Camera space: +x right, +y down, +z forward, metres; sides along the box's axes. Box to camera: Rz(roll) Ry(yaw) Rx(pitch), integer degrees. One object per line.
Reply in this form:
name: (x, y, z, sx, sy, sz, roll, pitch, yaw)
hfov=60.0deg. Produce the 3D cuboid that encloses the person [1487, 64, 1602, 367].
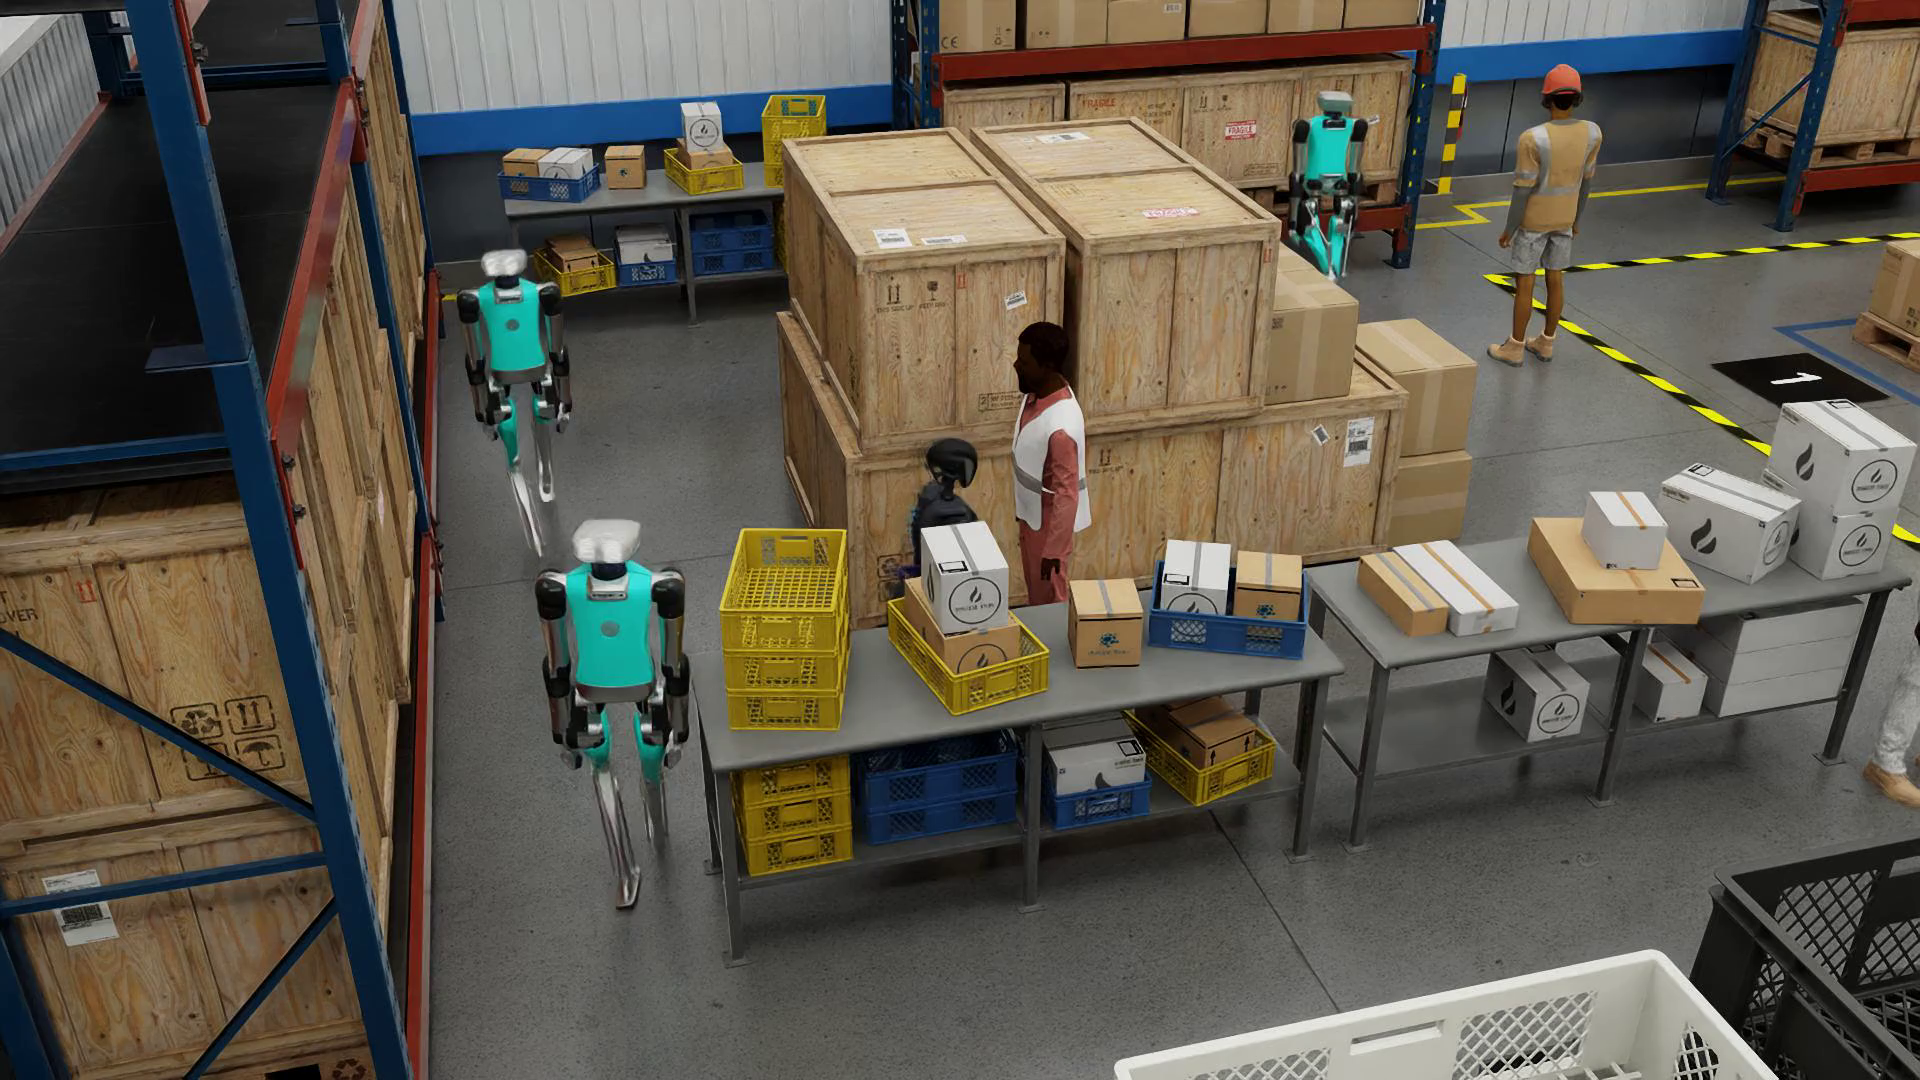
person: (3.925, -2.164, 11.214, 0.604, 2.037, 0.390, -8, 30, -15)

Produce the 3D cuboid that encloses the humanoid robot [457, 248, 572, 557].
humanoid robot: (-2.426, -0.850, 9.185, 0.534, 1.780, 1.001, -8, 30, -14)

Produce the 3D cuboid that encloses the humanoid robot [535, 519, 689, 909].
humanoid robot: (-1.288, 0.658, 6.509, 0.553, 1.890, 0.774, -2, 29, -4)

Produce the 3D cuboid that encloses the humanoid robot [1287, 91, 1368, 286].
humanoid robot: (2.585, -2.185, 11.572, 0.539, 1.727, 1.019, -4, 29, -8)

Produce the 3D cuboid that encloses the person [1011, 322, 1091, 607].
person: (0.390, -0.089, 7.570, 0.383, 1.916, 0.595, -4, 29, -8)

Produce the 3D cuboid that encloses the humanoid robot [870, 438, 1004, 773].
humanoid robot: (-0.094, 0.317, 7.118, 0.713, 1.626, 0.603, -9, 30, -16)

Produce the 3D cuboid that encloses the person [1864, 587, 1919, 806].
person: (4.272, 0.281, 6.989, 0.622, 1.837, 0.429, -10, 30, -17)
